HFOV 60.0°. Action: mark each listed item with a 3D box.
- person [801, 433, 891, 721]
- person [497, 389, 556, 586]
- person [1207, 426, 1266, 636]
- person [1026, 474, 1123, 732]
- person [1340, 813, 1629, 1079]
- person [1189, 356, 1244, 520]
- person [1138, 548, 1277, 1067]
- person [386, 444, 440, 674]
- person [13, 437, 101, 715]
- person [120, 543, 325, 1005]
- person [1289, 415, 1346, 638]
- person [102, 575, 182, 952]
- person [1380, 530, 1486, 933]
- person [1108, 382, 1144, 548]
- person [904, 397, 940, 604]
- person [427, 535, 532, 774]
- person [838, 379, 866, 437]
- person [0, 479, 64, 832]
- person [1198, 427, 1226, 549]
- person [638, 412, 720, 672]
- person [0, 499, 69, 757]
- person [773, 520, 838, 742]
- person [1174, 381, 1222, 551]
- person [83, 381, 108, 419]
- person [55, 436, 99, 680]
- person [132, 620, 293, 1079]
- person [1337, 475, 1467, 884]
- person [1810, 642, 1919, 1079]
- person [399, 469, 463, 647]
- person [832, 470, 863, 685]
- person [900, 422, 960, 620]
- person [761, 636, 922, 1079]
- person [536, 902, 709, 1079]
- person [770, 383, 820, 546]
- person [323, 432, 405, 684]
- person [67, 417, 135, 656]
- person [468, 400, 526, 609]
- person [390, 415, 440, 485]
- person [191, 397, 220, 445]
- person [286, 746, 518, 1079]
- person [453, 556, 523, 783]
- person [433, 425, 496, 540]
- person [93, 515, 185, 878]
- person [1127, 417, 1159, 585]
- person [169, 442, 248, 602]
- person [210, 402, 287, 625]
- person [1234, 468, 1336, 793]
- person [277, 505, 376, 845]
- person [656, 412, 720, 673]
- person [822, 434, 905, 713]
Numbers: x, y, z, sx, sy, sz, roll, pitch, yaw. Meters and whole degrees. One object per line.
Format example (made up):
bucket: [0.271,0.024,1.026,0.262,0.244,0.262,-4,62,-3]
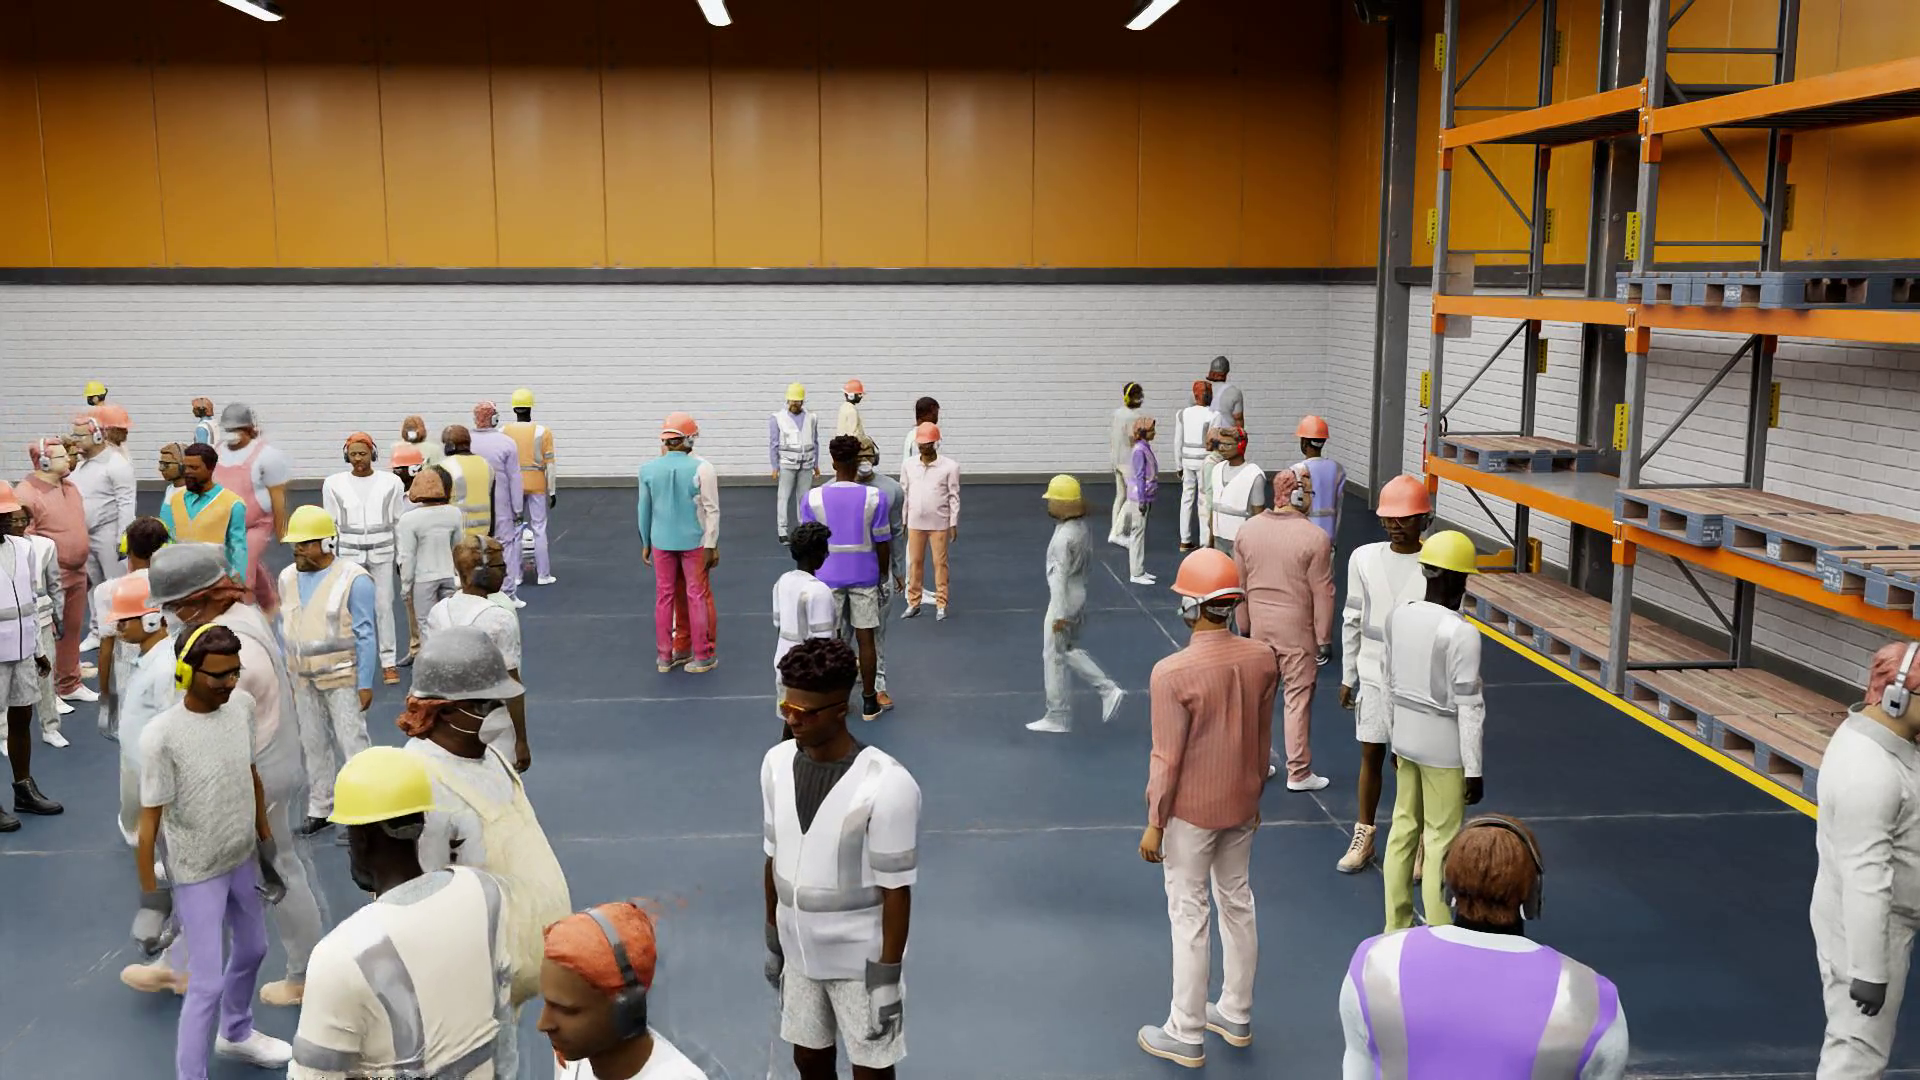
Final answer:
person: [-0.767,0.259,11.269,0.609,1.964,0.364,-1,9,-4]
person: [-4.217,-0.505,16.175,0.588,1.930,0.364,0,9,-2]
person: [2.177,0.019,13.145,0.378,1.844,0.569,-6,11,-32]
person: [0.752,0.424,10.955,0.555,1.727,0.499,3,10,21]
person: [1.170,1.521,3.780,0.623,1.835,0.431,5,10,27]
person: [3.195,-1.252,20.517,0.673,2.000,0.536,5,10,26]
person: [0.943,1.020,6.400,0.612,1.995,0.382,-7,11,-36]
person: [-4.161,0.143,12.660,0.335,1.749,0.575,-8,12,-42]
person: [-6.264,0.239,11.567,0.407,1.910,0.655,1,9,5]
person: [-3.038,0.942,6.746,0.958,2.000,0.755,-2,9,-14]
person: [2.740,-0.006,13.019,0.542,1.939,0.359,-5,10,-29]
person: [-3.493,1.010,7.248,0.347,1.743,0.566,-6,11,-33]
person: [2.088,0.911,7.308,0.371,1.923,0.586,-4,10,-26]
person: [1.793,-0.846,18.607,0.465,1.852,0.694,-3,9,-17]
person: [-0.375,-0.370,15.382,0.377,1.912,0.597,0,9,-3]
person: [-2.206,0.890,7.690,0.521,1.841,0.331,4,10,26]
person: [-1.323,-1.101,20.472,0.340,1.747,0.569,-3,9,-16]
person: [-5.243,0.614,9.126,0.360,1.938,0.546,3,9,17]
person: [2.340,-0.221,15.302,0.314,1.640,0.516,3,10,18]
person: [-2.131,0.018,12.689,0.623,1.992,0.396,1,9,4]
person: [-5.937,0.546,10.517,0.313,1.631,0.519,8,12,40]
person: [-0.838,0.736,9.126,0.322,1.692,0.531,-6,11,-32]
person: [2.609,-0.795,18.141,0.581,1.882,0.339,8,12,40]
person: [-10.308,-1.025,19.989,0.338,1.761,0.524,-8,12,-42]
person: [-6.699,0.139,12.435,0.342,1.840,0.503,-7,12,-39]
person: [-2.675,1.170,5.945,0.535,1.844,0.769,3,9,17]
person: [2.188,0.693,8.303,0.605,2.044,0.375,5,10,30]
person: [2.925,1.247,5.303,0.401,1.893,0.654,5,10,30]
person: [-3.815,0.302,12.036,0.280,1.633,0.502,8,12,40]
person: [-0.773,0.194,12.343,0.337,1.747,0.573,-1,9,-4]
person: [-0.282,-0.167,14.611,0.560,1.750,0.324,2,9,14]
person: [-0.380,1.247,5.089,0.610,1.960,0.371,7,11,37]
person: [-0.693,1.598,3.171,0.763,1.856,0.605,-7,12,-38]
person: [-1.840,-0.851,18.676,0.600,1.823,0.403,-5,10,-29]
person: [-4.375,0.142,12.258,0.584,1.882,0.337,-3,10,-19]
person: [-6.862,-0.026,13.245,0.642,1.909,0.399,4,10,25]
person: [-4.228,-0.303,14.980,0.642,1.908,0.407,1,9,6]
person: [-5.507,-0.462,16.829,0.511,1.620,0.353,-1,9,-5]
person: [-8.629,-0.823,19.124,0.317,1.633,0.515,-1,9,-8]
person: [-1.445,1.439,4.074,0.796,1.898,0.605,3,10,19]
person: [-2.531,0.811,8.836,0.504,1.632,0.287,7,11,37]
person: [-4.032,-0.019,13.484,0.463,1.826,0.663,4,10,26]
person: [-4.154,0.780,8.503,0.539,1.805,1.009,-7,12,-39]
person: [1.795,-0.389,16.356,0.308,1.640,0.511,2,9,10]
person: [-5.024,0.300,11.148,0.593,1.922,0.392,3,9,17]
person: [-5.999,-0.211,13.985,0.684,2.000,1.039,2,9,13]
person: [1.929,0.524,9.798,0.651,1.903,0.404,9,13,43]
person: [-3.376,0.715,8.851,0.600,1.824,0.403,3,10,19]
person: [-2.100,0.016,12.709,0.623,1.989,0.400,8,12,42]
person: [-0.677,0.232,11.520,0.635,1.938,0.354,-3,10,-20]
